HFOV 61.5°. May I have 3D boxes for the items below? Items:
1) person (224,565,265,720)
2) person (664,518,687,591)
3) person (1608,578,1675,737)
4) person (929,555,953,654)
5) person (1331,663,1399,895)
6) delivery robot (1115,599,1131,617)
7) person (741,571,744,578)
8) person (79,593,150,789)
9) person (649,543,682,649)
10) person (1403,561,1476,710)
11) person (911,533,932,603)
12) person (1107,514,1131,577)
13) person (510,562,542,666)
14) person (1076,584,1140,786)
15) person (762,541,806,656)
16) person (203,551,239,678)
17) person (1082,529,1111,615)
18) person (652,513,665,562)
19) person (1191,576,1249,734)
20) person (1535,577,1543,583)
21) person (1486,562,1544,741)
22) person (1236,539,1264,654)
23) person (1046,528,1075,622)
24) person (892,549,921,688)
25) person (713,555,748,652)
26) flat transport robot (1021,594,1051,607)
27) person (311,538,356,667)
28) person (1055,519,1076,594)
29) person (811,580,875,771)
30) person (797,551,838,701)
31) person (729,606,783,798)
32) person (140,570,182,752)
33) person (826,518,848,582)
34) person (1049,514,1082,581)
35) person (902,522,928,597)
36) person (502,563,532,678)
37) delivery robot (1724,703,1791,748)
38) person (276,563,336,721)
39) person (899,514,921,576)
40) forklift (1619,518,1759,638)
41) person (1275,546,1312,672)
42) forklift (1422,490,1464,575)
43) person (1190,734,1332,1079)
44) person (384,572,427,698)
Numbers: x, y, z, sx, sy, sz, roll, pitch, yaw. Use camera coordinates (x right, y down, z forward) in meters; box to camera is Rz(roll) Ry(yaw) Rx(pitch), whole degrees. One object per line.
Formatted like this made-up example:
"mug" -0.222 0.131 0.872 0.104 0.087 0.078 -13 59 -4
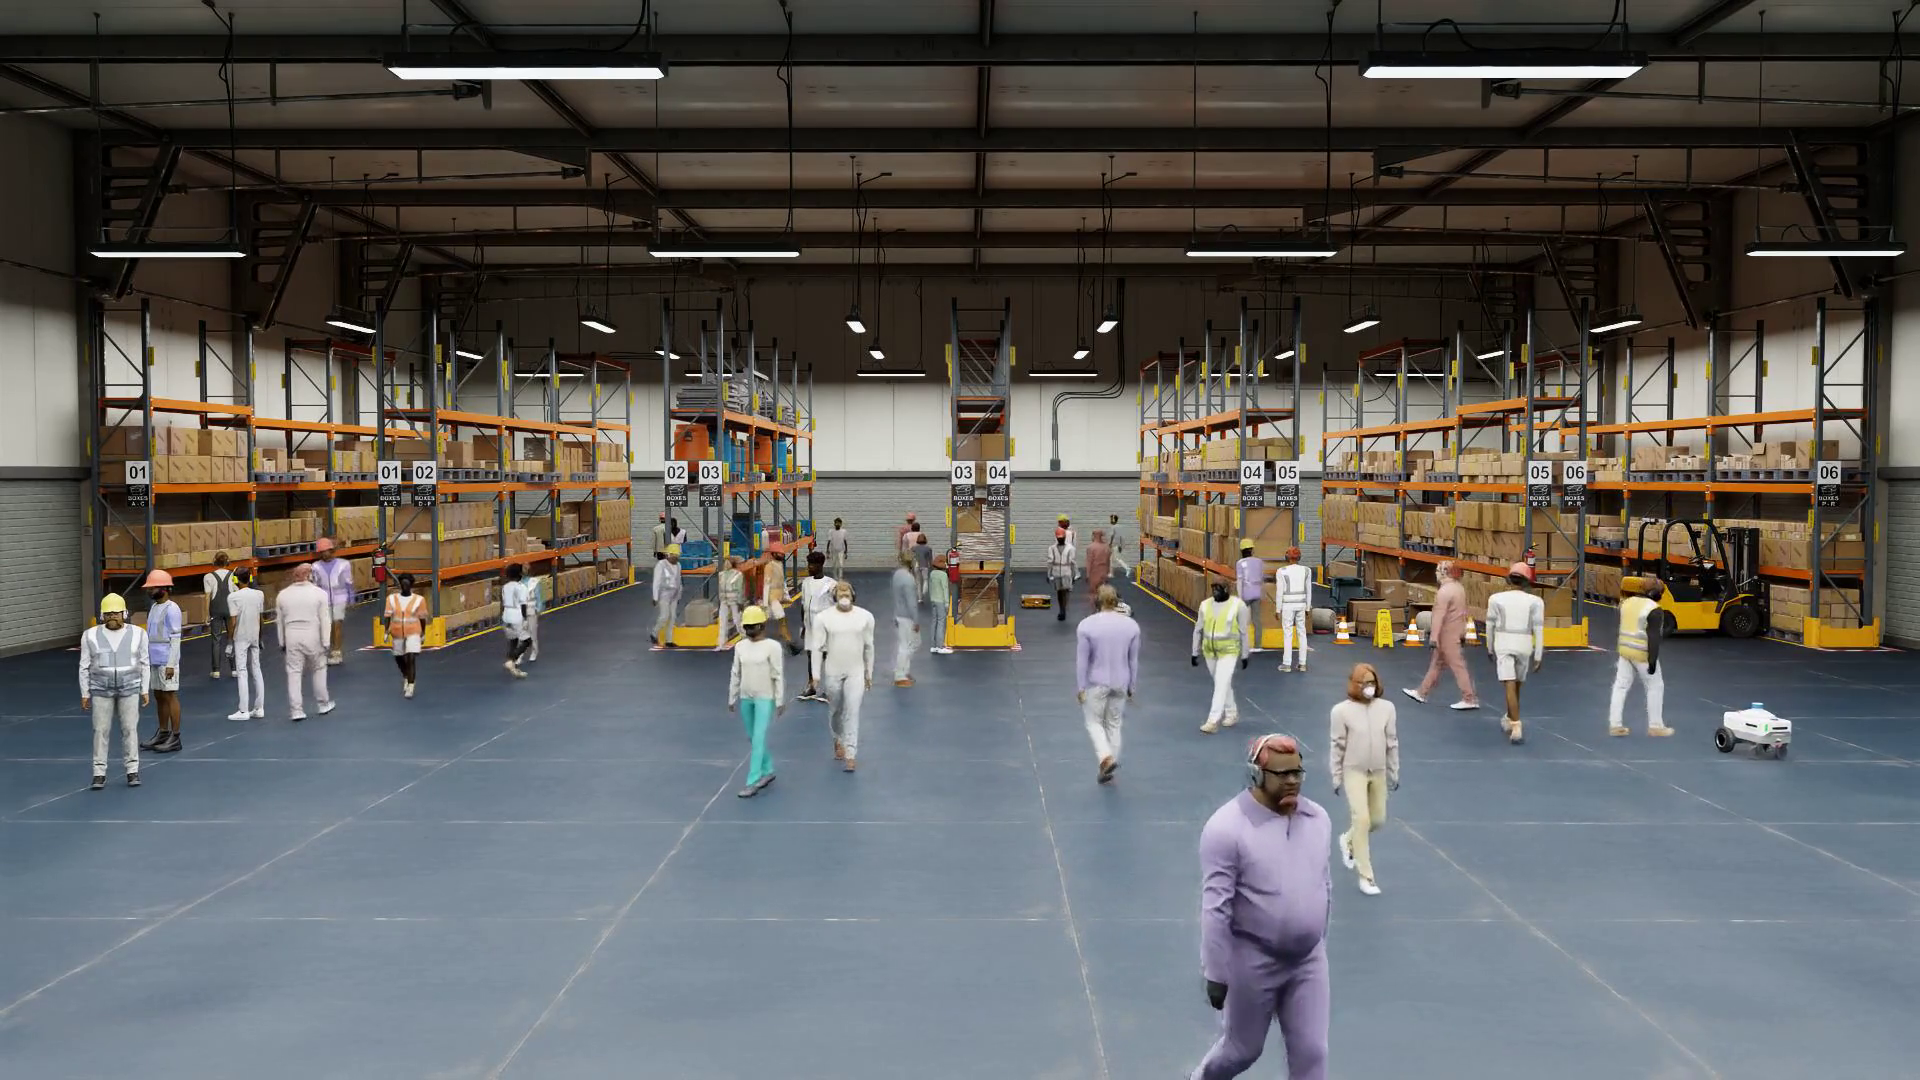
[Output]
"person" -8.640 1.235 19.506 0.328 1.865 0.517 1 3 28
"person" -7.247 0.378 41.176 0.623 1.853 0.968 0 2 -4
"person" 7.686 1.321 18.224 0.783 1.786 0.771 -1 2 -19
"person" -0.334 1.058 26.787 0.281 1.633 0.498 -1 3 -32
"person" 2.873 1.672 11.579 0.508 1.608 0.654 -1 2 -15
"delivery robot" 3.118 1.391 31.164 0.477 0.478 0.707 0 2 4
"person" -5.591 0.404 41.045 0.625 1.806 0.763 0 2 0
"person" -7.993 1.417 15.278 0.601 1.831 0.404 -1 3 -28
"person" -4.950 0.947 27.417 0.501 1.806 0.605 1 3 30
"person" 6.071 1.198 20.412 0.995 1.855 0.674 1 3 32
"person" -0.895 0.648 37.253 0.503 1.624 0.434 0 2 5
"person" 4.546 0.174 46.658 0.843 1.840 0.513 1 3 31
"person" -6.802 1.133 25.323 0.526 1.603 0.837 0 2 -2
"person" 1.412 1.375 15.269 0.629 1.920 0.518 -1 2 -14
"person" -2.992 0.961 26.408 1.041 1.874 0.549 0 2 9
"person" -10.748 1.084 23.543 0.506 1.846 0.346 -1 3 -30
"person" 2.698 0.727 32.120 0.672 1.881 0.424 -2 3 -41
"person" -7.681 0.282 41.979 0.609 1.986 0.390 0 2 3
"person" 3.010 1.305 18.692 0.646 1.793 0.976 2 3 39
"person" 12.993 0.625 36.482 0.320 1.737 0.483 -1 3 -26
"person" 6.217 1.238 18.073 0.604 1.980 1.071 0 2 8
"person" 4.755 0.927 26.961 0.594 1.893 0.889 -1 3 -26
"person" 2.046 0.700 32.790 0.563 1.883 1.015 1 2 14
"person" -0.701 1.090 22.442 0.534 1.917 0.649 -1 2 -19
"person" -3.833 1.057 27.160 0.527 1.612 0.724 1 3 29
"flat transport robot" 1.710 1.369 36.410 0.652 0.197 1.431 0 2 2
"person" -9.675 0.964 24.840 0.655 1.978 0.977 0 2 -5
"person" 2.607 0.409 40.008 0.574 1.887 0.356 -1 2 -22
"person" -1.190 1.341 16.447 0.643 1.904 0.959 0 2 -6
"person" -1.860 1.123 21.135 0.600 1.958 0.377 2 3 34
"person" -1.900 1.474 15.033 0.542 1.738 0.740 1 3 28
"person" -8.554 1.286 17.289 0.545 1.938 0.361 2 3 39
"person" -3.244 0.345 42.470 0.570 1.811 0.963 0 2 -4
"person" 2.967 0.204 45.328 0.978 1.883 0.603 1 2 15
"person" -1.077 0.472 39.272 0.650 1.814 0.768 0 2 2
"person" -6.425 1.165 23.399 0.556 1.684 0.365 2 3 43
"delivery robot" 8.381 1.955 16.970 0.477 0.478 0.707 0 2 -11
"person" -7.909 1.222 19.607 0.673 1.872 0.878 0 2 -3
"person" -1.298 0.276 42.769 0.632 1.947 1.051 1 3 29
"forklift" 13.417 0.684 29.791 2.313 2.155 1.214 0 2 0
"person" 5.010 1.036 24.288 0.575 1.882 0.355 -1 2 -14
"forklift" 13.926 -0.371 47.846 1.873 2.768 1.129 0 2 0
"person" 1.279 1.735 6.816 0.648 1.875 0.855 -1 2 -23
"person" -7.398 1.245 21.603 0.534 1.670 0.768 0 2 -4
